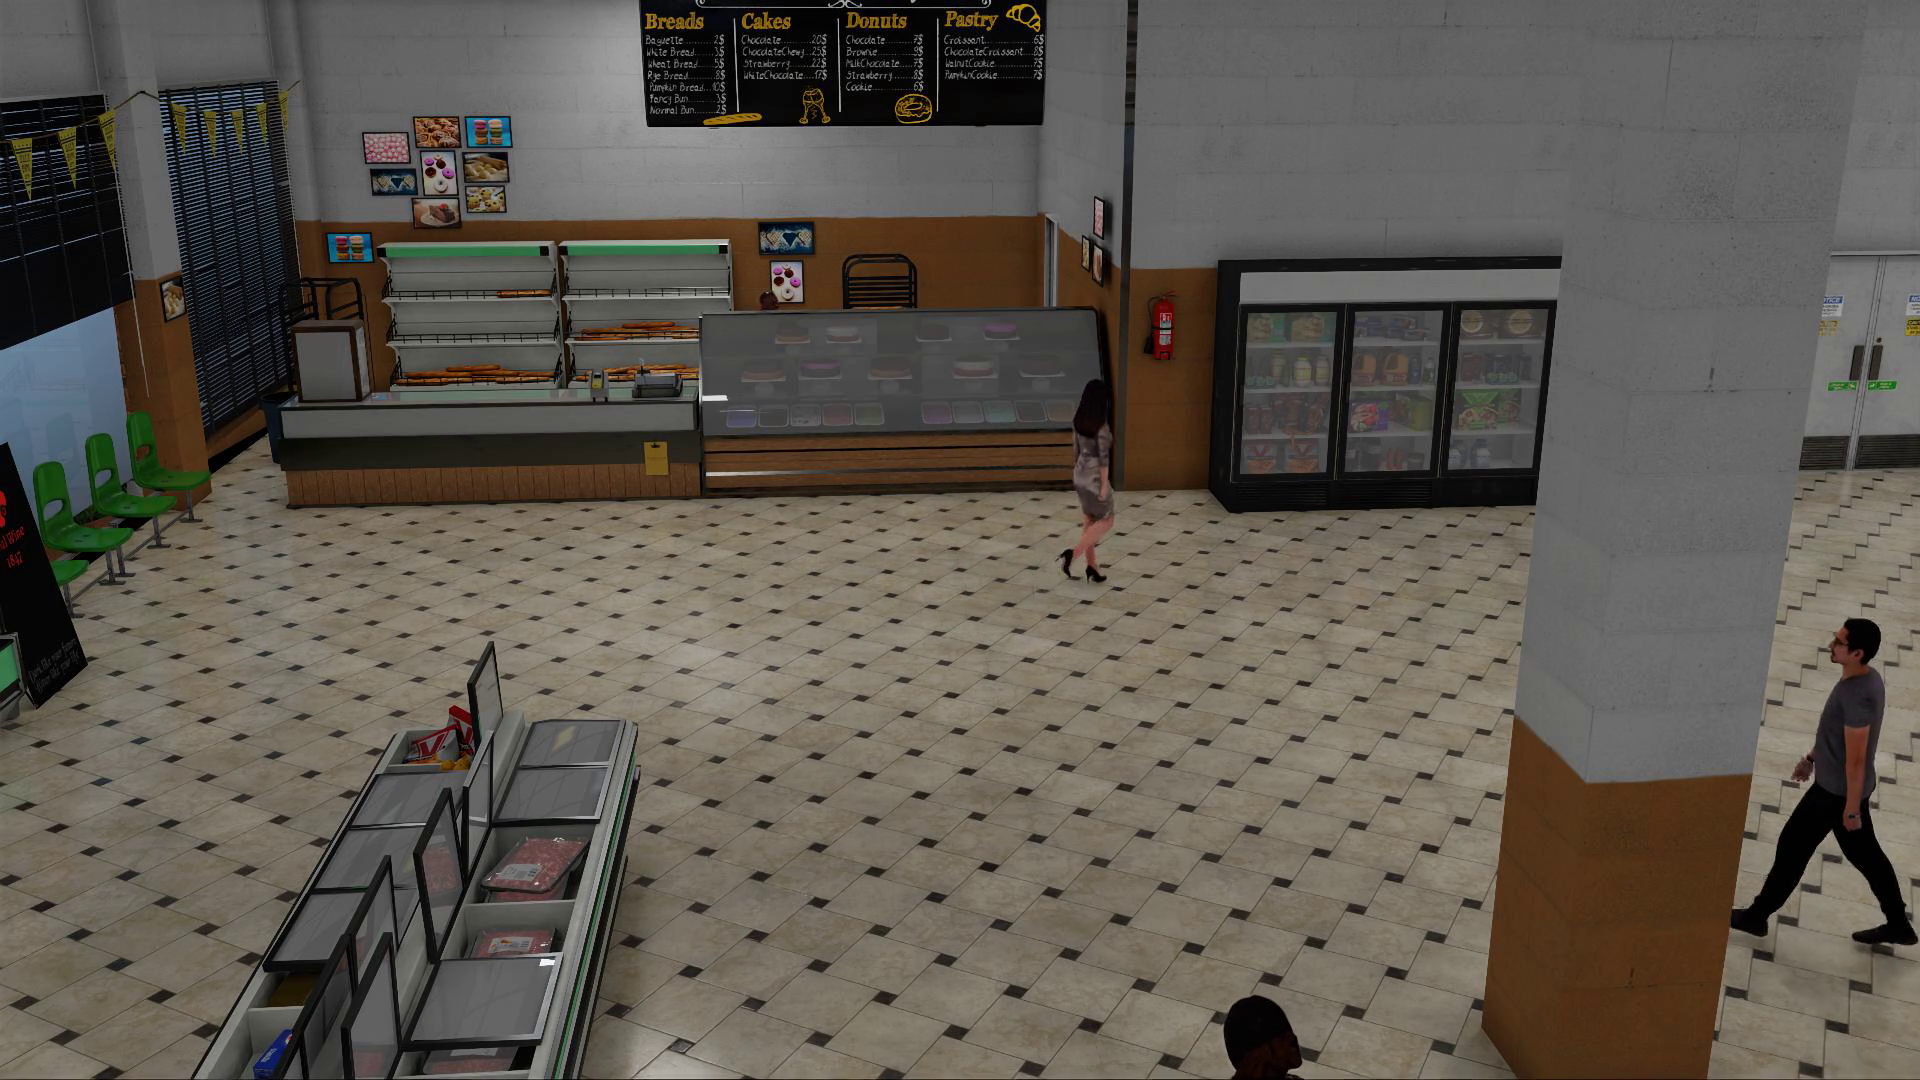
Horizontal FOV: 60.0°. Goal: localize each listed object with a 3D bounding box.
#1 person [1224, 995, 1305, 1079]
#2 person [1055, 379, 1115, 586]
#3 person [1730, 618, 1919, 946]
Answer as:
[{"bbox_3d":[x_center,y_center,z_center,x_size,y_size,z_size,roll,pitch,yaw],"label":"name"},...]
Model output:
[{"bbox_3d":[0.862,2.151,5.067,0.625,1.714,0.629,-5,18,-17],"label":"person"},{"bbox_3d":[1.027,-0.435,13.548,0.904,1.733,0.889,-13,21,-36],"label":"person"},{"bbox_3d":[4.391,1.229,8.108,1.142,1.712,1.175,10,20,30],"label":"person"}]
